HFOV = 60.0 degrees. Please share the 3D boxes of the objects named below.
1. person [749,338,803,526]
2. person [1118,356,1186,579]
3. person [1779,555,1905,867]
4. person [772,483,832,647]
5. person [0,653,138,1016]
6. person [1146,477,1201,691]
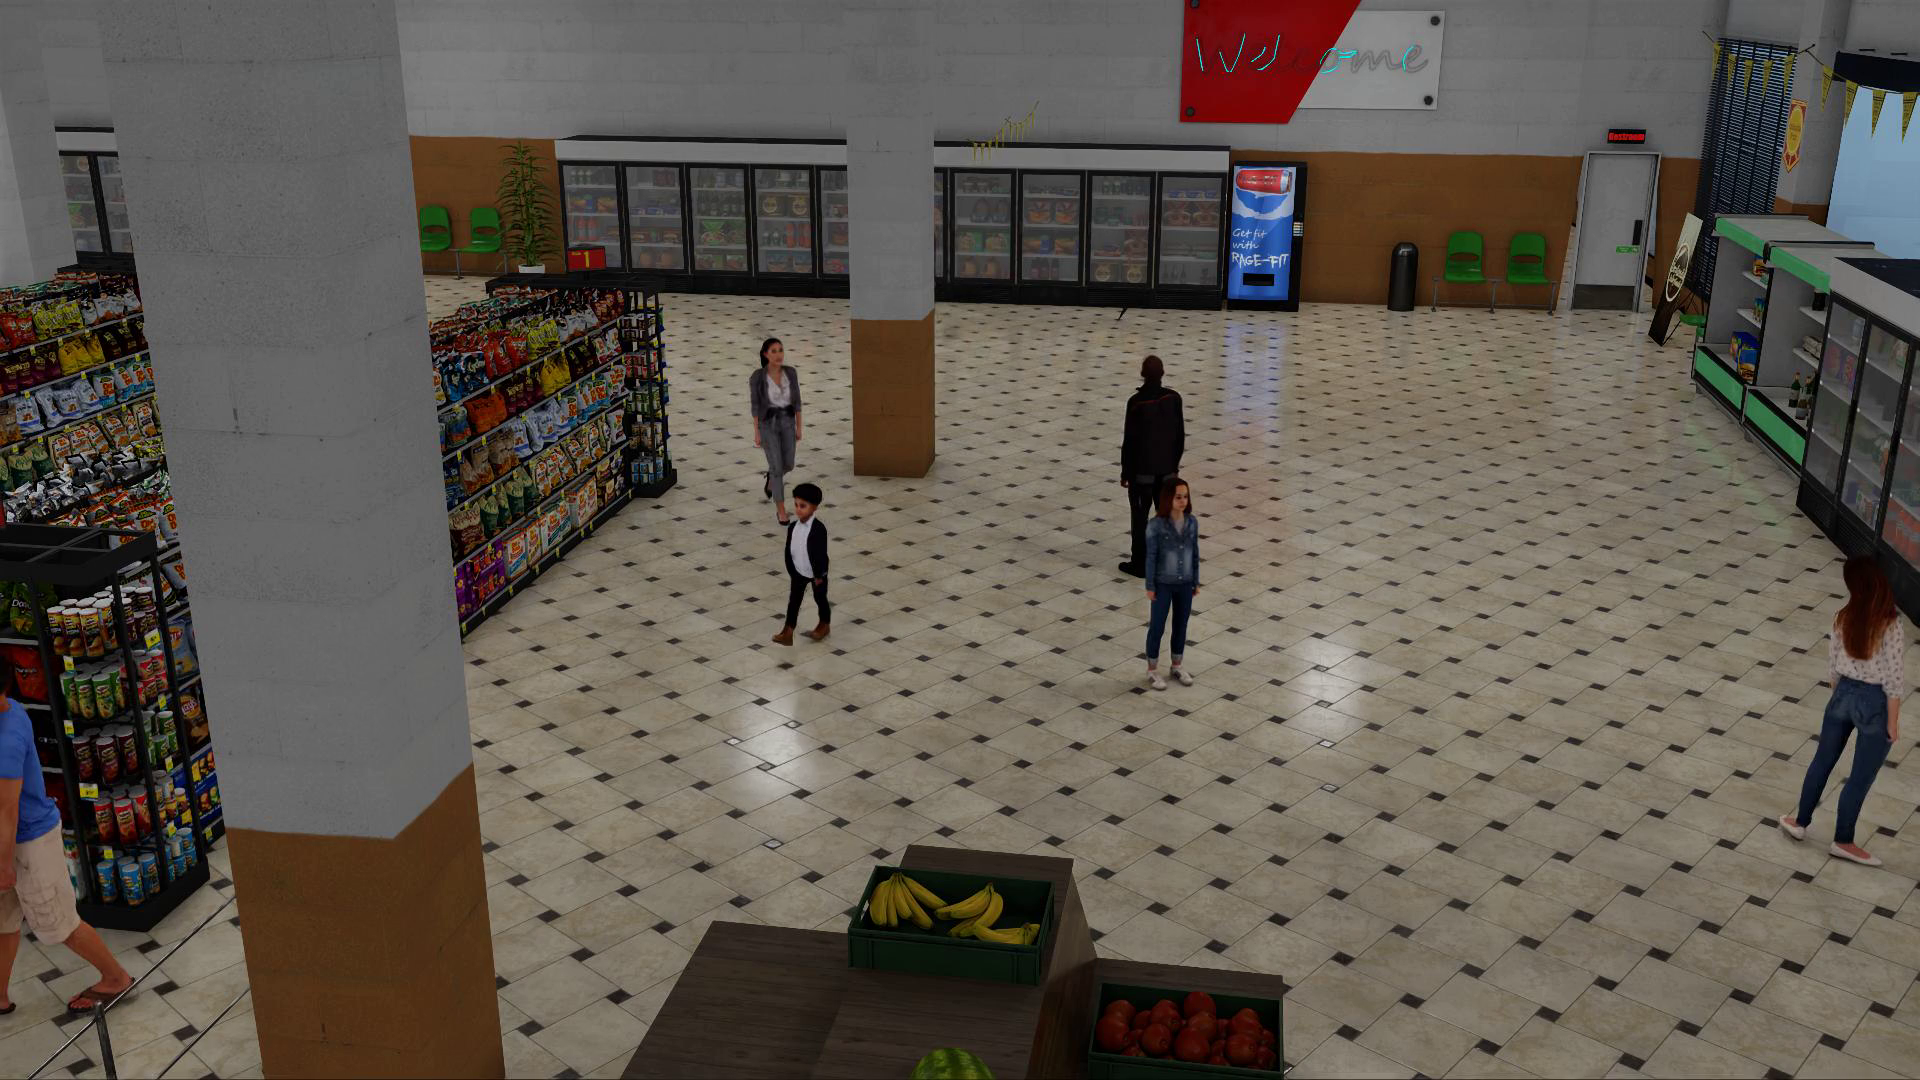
[{"bbox_3d":[-1.655,-0.984,14.821,0.948,1.656,1.059,-9,21,-25],"label":"person"},{"bbox_3d":[1.553,-0.592,13.403,0.790,1.820,0.780,-6,20,-17],"label":"person"},{"bbox_3d":[4.917,0.949,9.033,0.863,1.691,0.718,-2,19,-6],"label":"person"},{"bbox_3d":[-1.061,0.172,12.108,0.687,1.200,0.873,11,22,30],"label":"person"},{"bbox_3d":[-4.194,1.354,7.611,1.106,1.834,1.081,-11,21,-29],"label":"person"},{"bbox_3d":[1.437,0.285,11.344,0.635,1.475,0.652,-7,20,-21],"label":"person"}]
